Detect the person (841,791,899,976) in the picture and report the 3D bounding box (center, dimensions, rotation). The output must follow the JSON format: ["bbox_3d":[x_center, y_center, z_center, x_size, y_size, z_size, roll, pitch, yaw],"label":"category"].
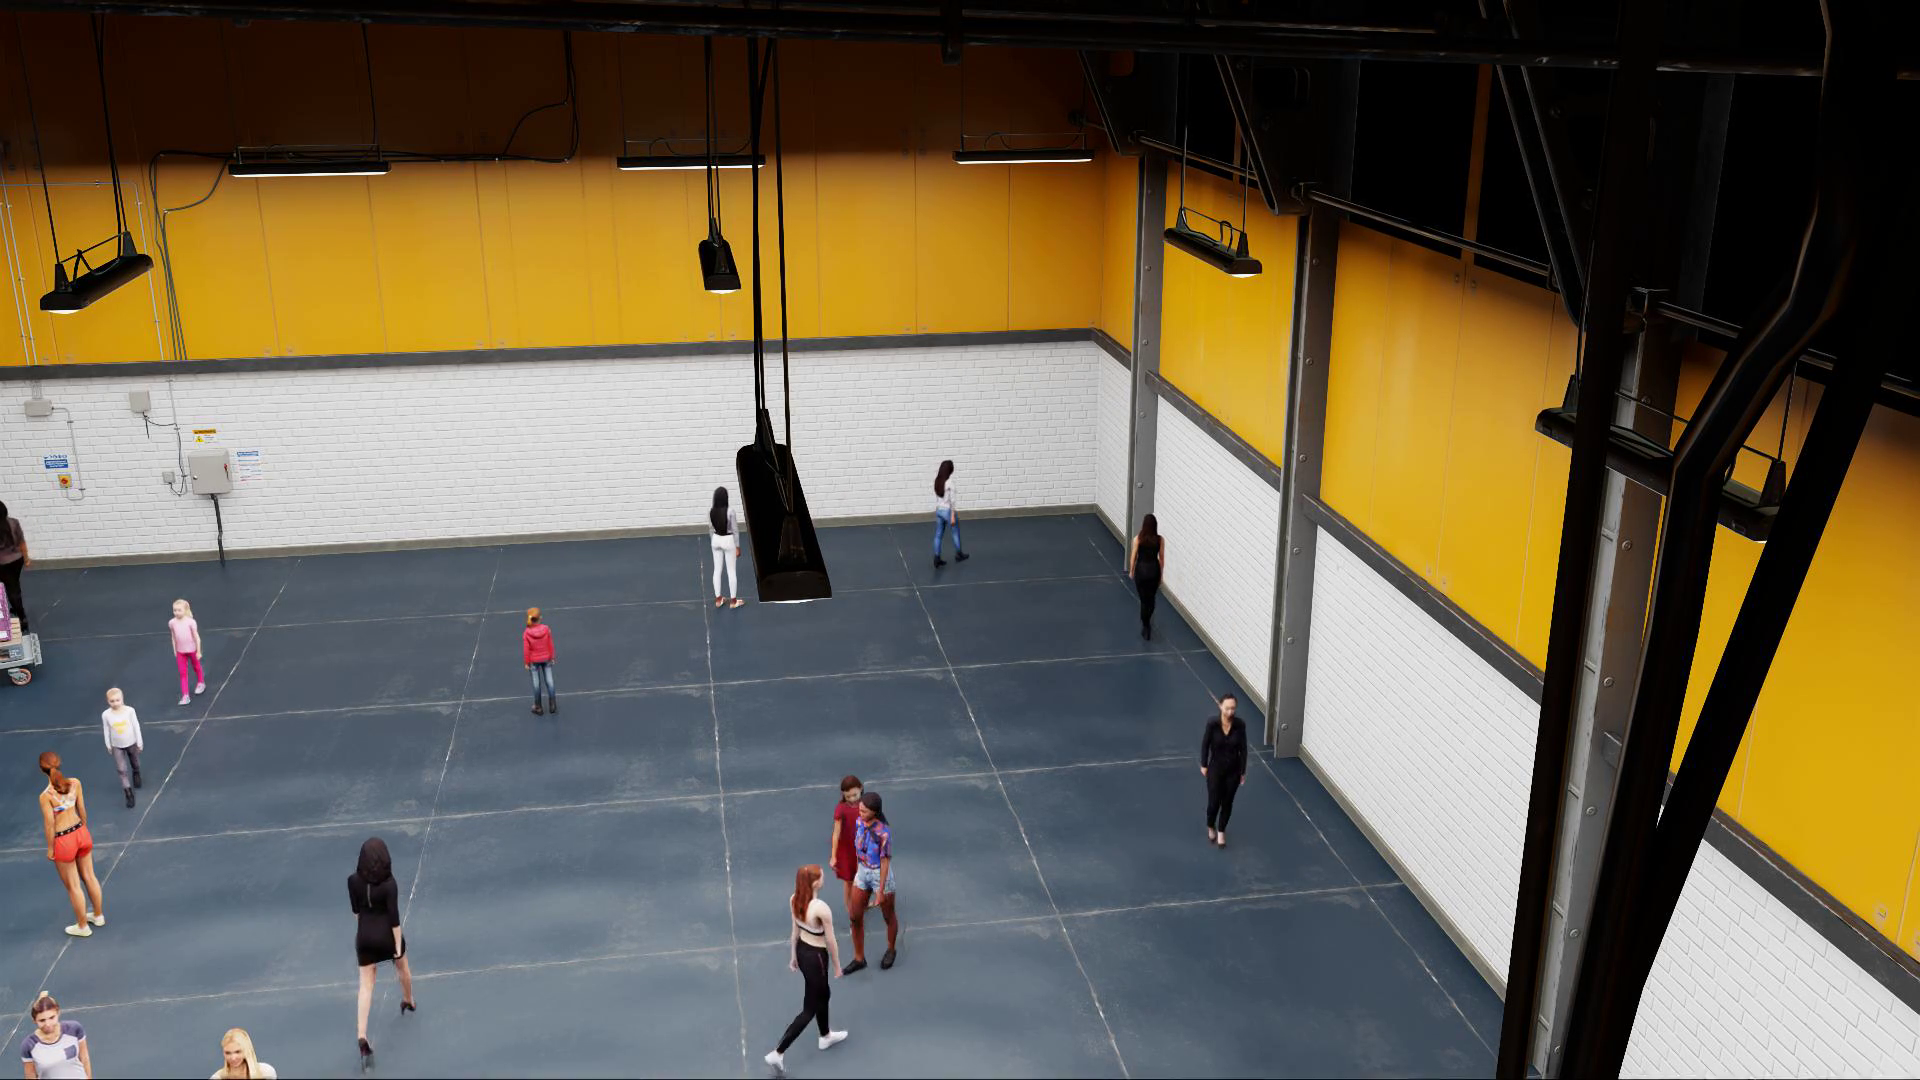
[{"bbox_3d":[-0.681,2.939,14.492,0.873,1.724,0.924,12,22,31],"label":"person"}]

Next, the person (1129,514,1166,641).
[{"bbox_3d":[2.470,0.492,21.841,0.599,1.671,0.905,-2,19,-7],"label":"person"}]

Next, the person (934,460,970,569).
[{"bbox_3d":[-0.274,-0.363,24.477,0.941,1.609,0.919,-17,25,-42],"label":"person"}]

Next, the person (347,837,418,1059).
[{"bbox_3d":[-4.721,3.301,13.364,0.770,1.757,1.174,2,19,5],"label":"person"}]

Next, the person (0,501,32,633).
[{"bbox_3d":[-12.544,0.361,22.015,1.144,1.809,1.107,12,22,31],"label":"person"}]

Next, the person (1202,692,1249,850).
[{"bbox_3d":[2.612,2.273,16.512,0.624,1.697,0.628,0,19,-1],"label":"person"}]

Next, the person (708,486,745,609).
[{"bbox_3d":[-3.254,0.087,22.958,0.672,1.725,0.692,8,20,21],"label":"person"}]

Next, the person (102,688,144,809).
[{"bbox_3d":[-8.844,2.138,17.600,0.684,1.259,0.945,-10,21,-28],"label":"person"}]

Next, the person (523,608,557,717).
[{"bbox_3d":[-4.955,1.426,19.627,0.563,1.314,0.566,-9,20,-24],"label":"person"}]

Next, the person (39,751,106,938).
[{"bbox_3d":[-8.032,2.730,15.012,0.713,1.789,0.621,8,20,22],"label":"person"}]

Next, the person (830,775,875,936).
[{"bbox_3d":[-1.001,2.805,15.198,0.918,1.528,0.854,17,25,41],"label":"person"}]

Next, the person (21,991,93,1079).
[{"bbox_3d":[-6.319,3.922,11.736,0.631,1.620,0.642,-14,23,-36],"label":"person"}]

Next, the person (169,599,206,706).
[{"bbox_3d":[-9.305,1.310,20.085,0.532,1.241,0.887,-2,19,-6],"label":"person"}]

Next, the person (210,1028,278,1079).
[{"bbox_3d":[-4.723,4.045,11.075,0.635,1.808,0.554,-6,20,-18],"label":"person"}]

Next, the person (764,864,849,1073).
[{"bbox_3d":[-1.231,3.398,13.142,1.031,1.716,1.107,-18,25,-42],"label":"person"}]
